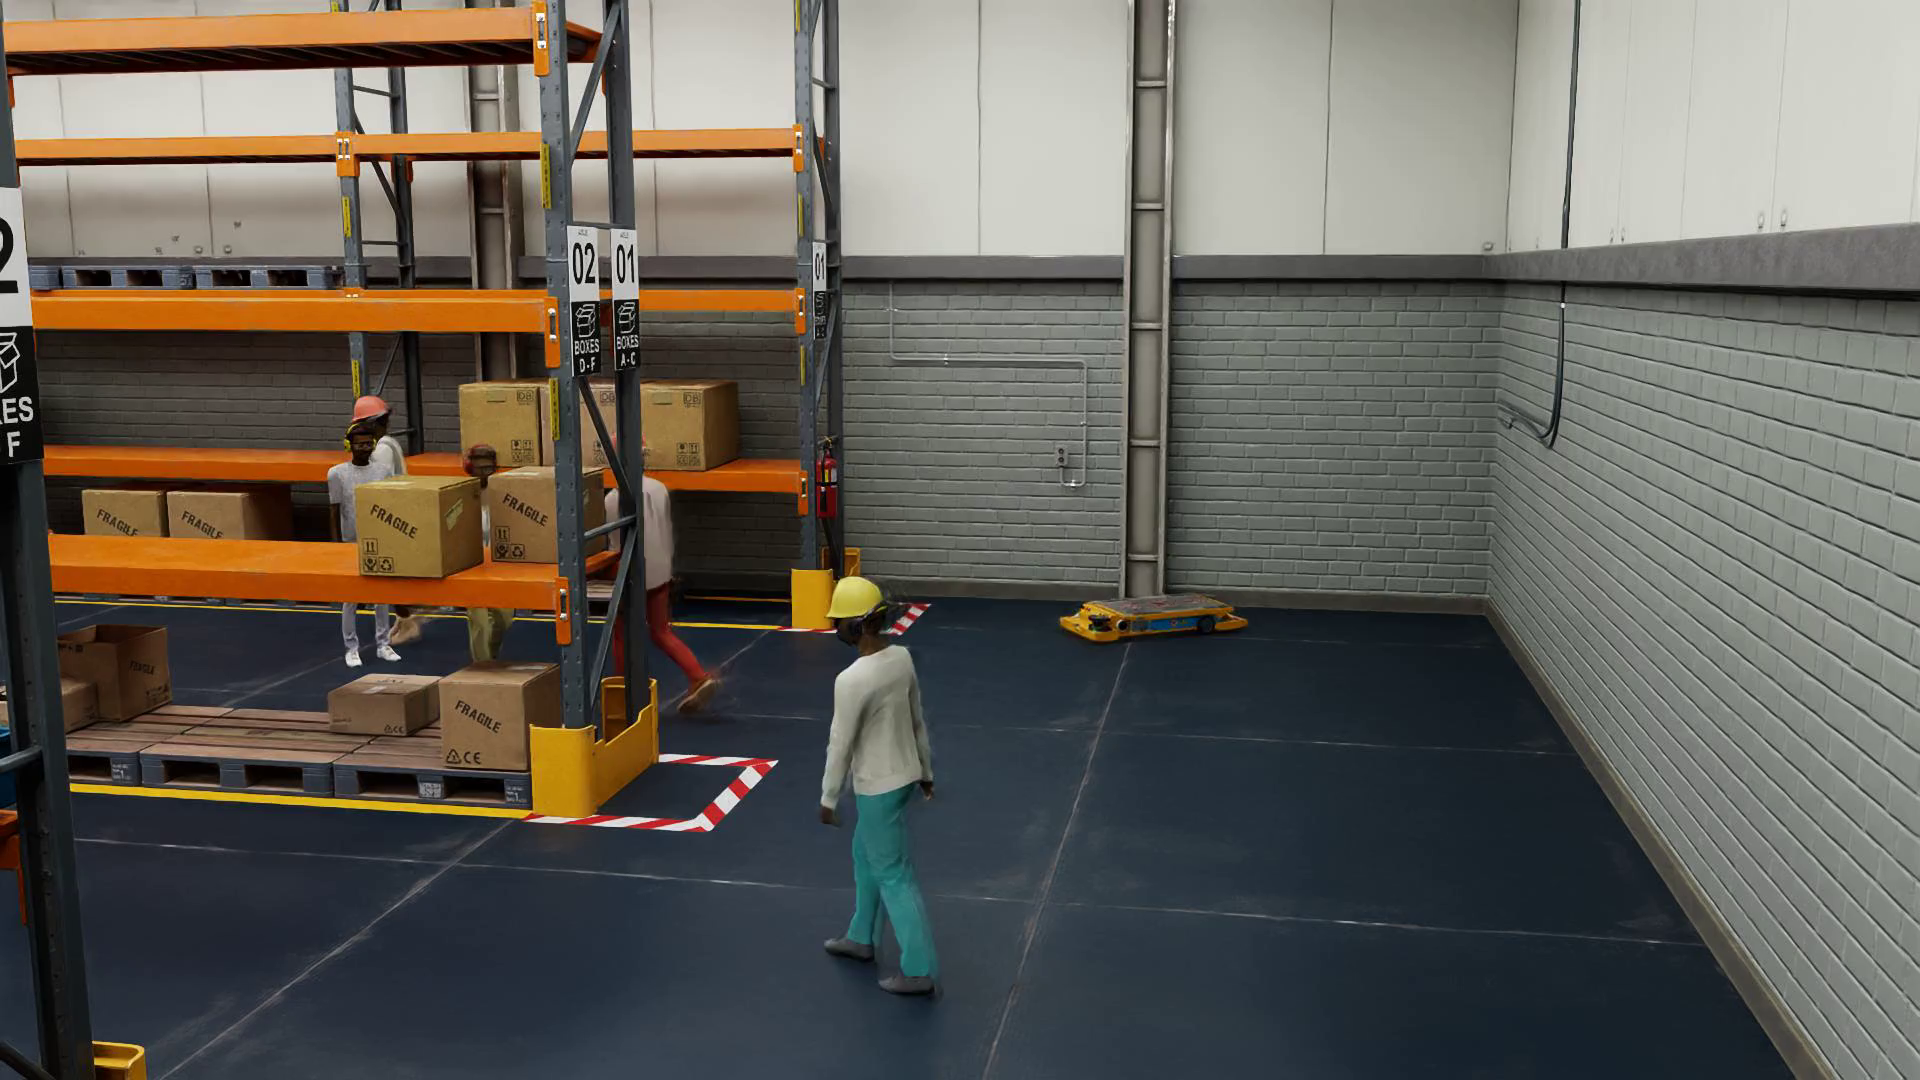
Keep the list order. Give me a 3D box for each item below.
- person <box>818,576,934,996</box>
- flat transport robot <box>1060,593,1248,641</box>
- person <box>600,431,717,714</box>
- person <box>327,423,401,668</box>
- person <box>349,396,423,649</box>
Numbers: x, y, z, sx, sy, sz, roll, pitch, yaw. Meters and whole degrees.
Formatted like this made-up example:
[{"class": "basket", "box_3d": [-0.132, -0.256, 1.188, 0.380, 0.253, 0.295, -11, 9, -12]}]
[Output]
[{"class": "person", "box_3d": [-0.387, 1.011, 6.947, 0.795, 1.735, 0.554, 5, 10, 28]}, {"class": "flat transport robot", "box_3d": [1.613, 0.631, 13.846, 1.431, 0.197, 0.652, -4, 10, -22]}, {"class": "person", "box_3d": [-2.036, 0.239, 11.079, 0.824, 1.956, 0.660, 5, 11, 30]}, {"class": "person", "box_3d": [-4.526, 0.033, 12.650, 0.512, 1.861, 0.323, -7, 12, -38]}, {"class": "person", "box_3d": [-4.608, -0.143, 13.271, 0.432, 2.013, 0.640, -2, 9, -14]}]
